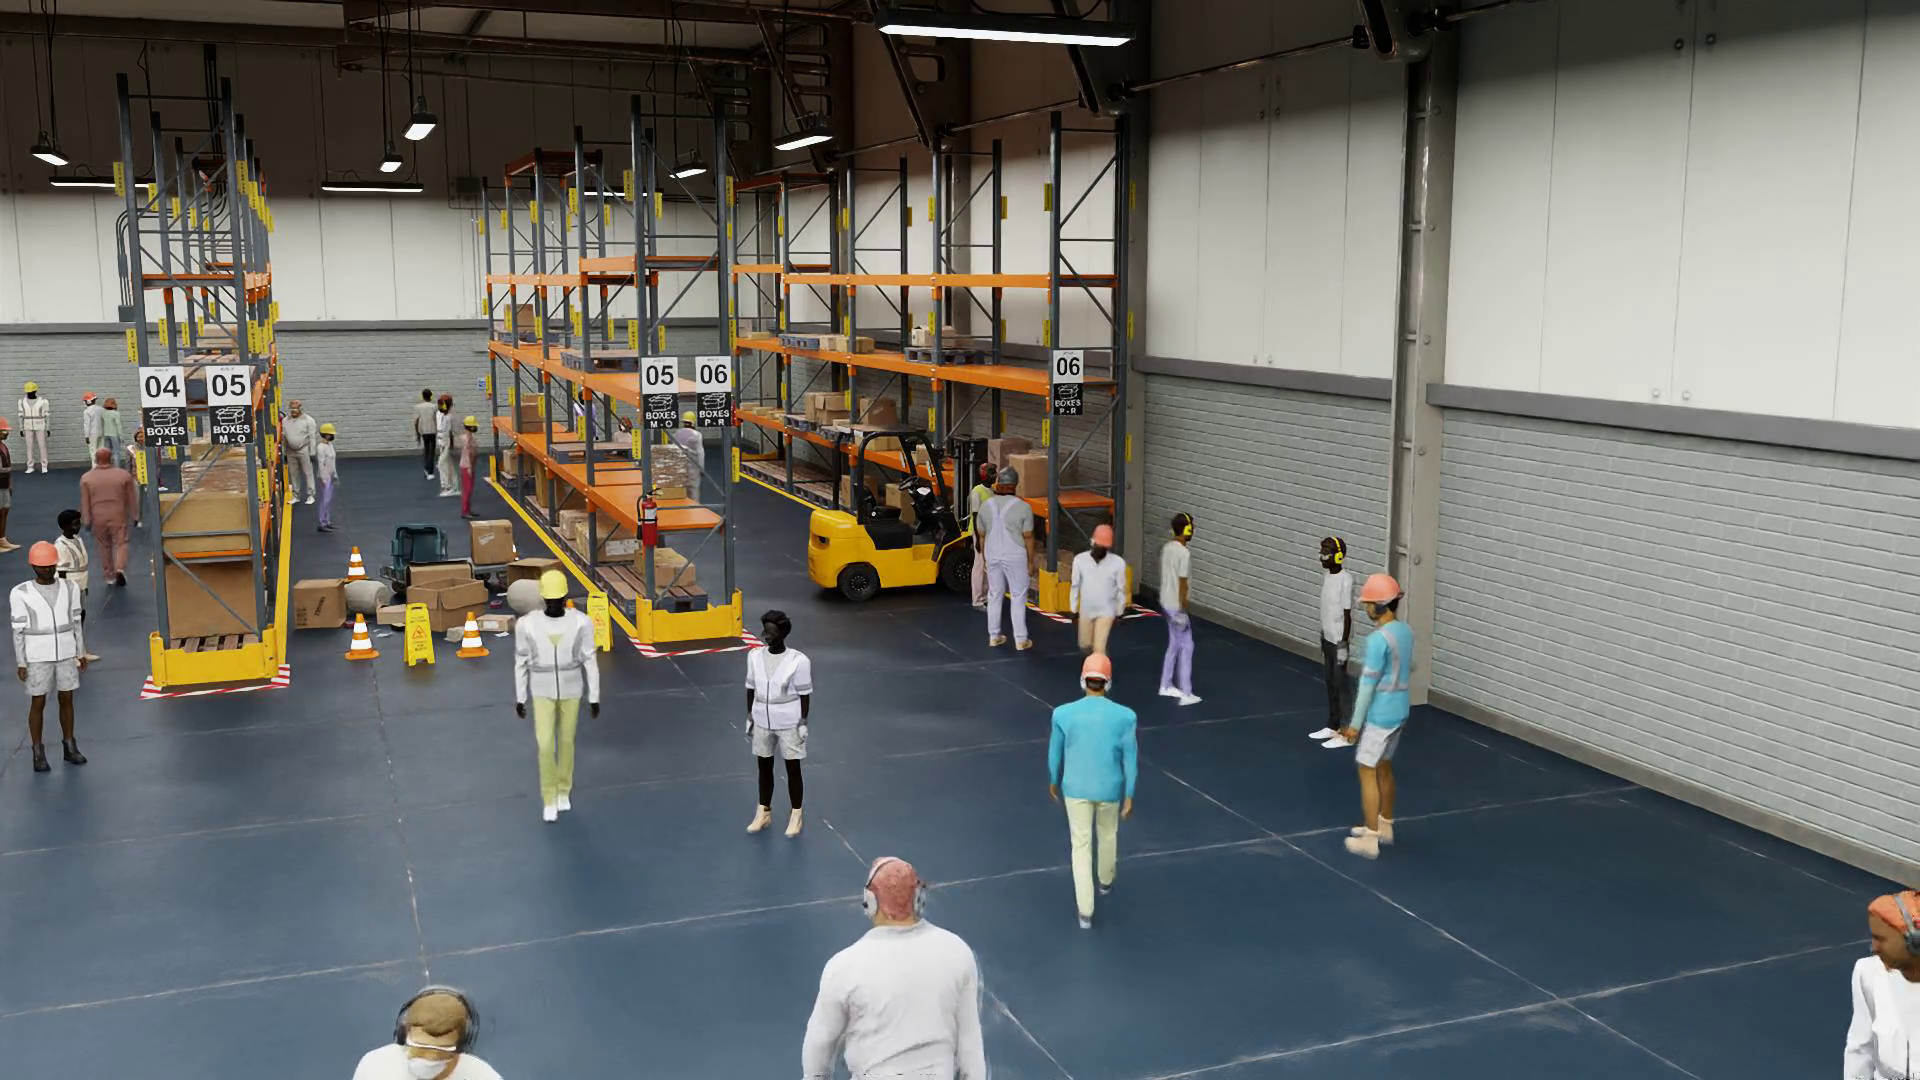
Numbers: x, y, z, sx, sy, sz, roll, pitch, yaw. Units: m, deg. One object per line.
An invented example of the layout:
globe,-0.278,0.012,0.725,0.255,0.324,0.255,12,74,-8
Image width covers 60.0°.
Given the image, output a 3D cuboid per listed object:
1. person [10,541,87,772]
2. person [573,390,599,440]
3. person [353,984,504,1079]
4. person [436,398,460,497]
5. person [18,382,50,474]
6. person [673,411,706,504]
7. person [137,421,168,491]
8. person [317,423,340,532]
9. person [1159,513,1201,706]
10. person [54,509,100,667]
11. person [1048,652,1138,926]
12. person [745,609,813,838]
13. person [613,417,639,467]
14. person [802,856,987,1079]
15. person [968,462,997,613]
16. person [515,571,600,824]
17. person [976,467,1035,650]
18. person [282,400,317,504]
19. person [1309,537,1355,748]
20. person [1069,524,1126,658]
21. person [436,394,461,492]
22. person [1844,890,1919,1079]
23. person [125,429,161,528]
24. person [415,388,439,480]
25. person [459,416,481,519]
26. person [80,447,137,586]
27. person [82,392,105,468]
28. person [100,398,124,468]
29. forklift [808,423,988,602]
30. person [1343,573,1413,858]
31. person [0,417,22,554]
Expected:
person,-7.601,0.960,13.927,0.377,1.936,0.549,8,12,42
person,-7.540,-2.097,33.473,0.429,1.843,0.633,8,12,41
person,-1.723,2.322,5.444,0.692,1.906,0.498,5,11,31
person,-9.651,-1.724,31.110,0.565,1.843,0.532,-2,9,-15
person,-19.367,-2.347,34.806,0.584,1.917,0.381,-3,9,-16
person,-4.597,-1.274,28.352,0.592,1.830,0.403,5,10,29
person,-15.503,-1.743,31.892,0.508,1.632,0.265,1,9,6
person,-10.232,-1.014,26.925,0.358,1.762,0.530,0,9,-3
person,2.126,0.658,16.121,0.362,1.847,0.544,-3,9,-17
person,-9.378,0.508,17.567,0.320,1.686,0.539,-1,9,-8
person,0.853,1.566,10.823,0.567,1.713,0.858,0,9,-1
person,-1.346,1.345,12.259,0.529,1.697,0.321,3,10,20
person,-5.946,-1.383,29.628,0.500,1.633,0.279,1,9,8
person,-0.295,2.169,6.600,0.643,1.850,1.006,-6,11,-33
person,0.305,-0.042,20.518,0.389,1.848,0.563,4,10,25
person,-3.042,1.185,12.612,0.619,1.896,0.807,-3,9,-17
person,0.550,0.186,18.474,0.683,2.000,0.535,5,10,30
person,-11.955,-1.584,30.080,0.643,1.901,0.400,1,9,8
person,3.290,0.891,14.622,0.327,1.861,0.510,-2,9,-10
person,1.375,0.664,16.482,0.560,1.718,0.605,3,9,17
person,-9.780,-1.835,31.717,0.358,1.880,0.575,-7,11,-36
person,3.616,2.222,6.256,0.737,1.844,0.619,-5,11,-31
person,-13.384,-1.005,27.271,0.518,1.631,0.316,-5,11,-31
person,-10.780,-2.170,33.927,0.522,1.845,0.734,0,9,1
person,-8.334,-1.239,28.344,0.366,1.755,0.529,-1,9,-4
person,-11.266,-0.297,22.040,0.651,1.882,0.685,-3,10,-20
person,-17.892,-2.186,34.345,0.349,1.743,0.563,2,9,10
person,-17.482,-2.119,34.298,0.500,1.628,0.278,3,10,20
forklift,-0.830,-0.399,21.676,2.313,2.155,1.214,-4,10,-21
person,2.993,1.243,11.881,0.422,2.035,0.616,6,11,31
person,-14.285,-0.813,24.793,0.411,2.035,0.607,-1,9,-5
